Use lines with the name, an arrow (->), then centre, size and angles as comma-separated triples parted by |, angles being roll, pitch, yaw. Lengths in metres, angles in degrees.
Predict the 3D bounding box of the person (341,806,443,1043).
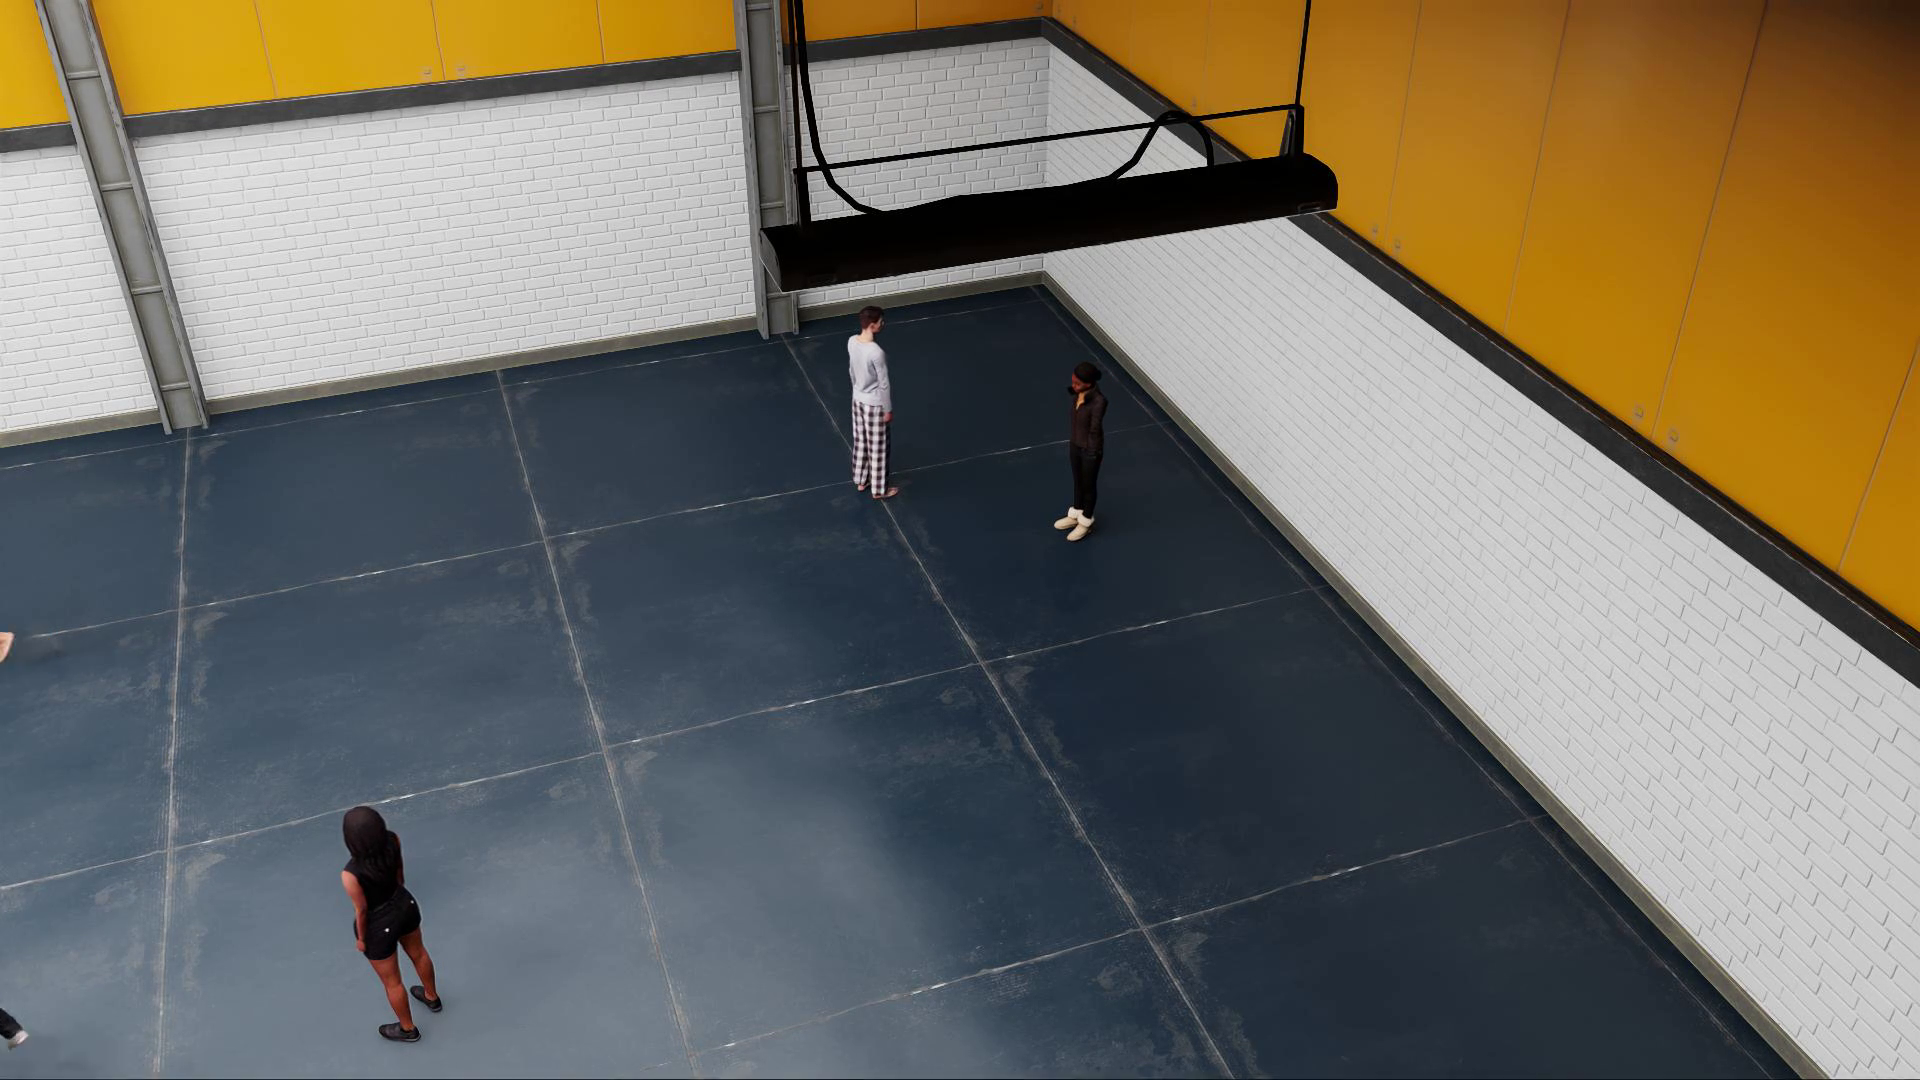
person -> -3.358, 2.232, 9.743 | 0.708, 1.741, 0.665 | 12, 35, 17

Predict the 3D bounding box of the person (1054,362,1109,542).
person -> 1.102, -0.803, 14.381 | 0.666, 1.660, 0.618 | -17, 37, -24

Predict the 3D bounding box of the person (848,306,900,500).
person -> -0.802, -1.228, 14.854 | 0.673, 1.846, 0.698 | -27, 42, -34
